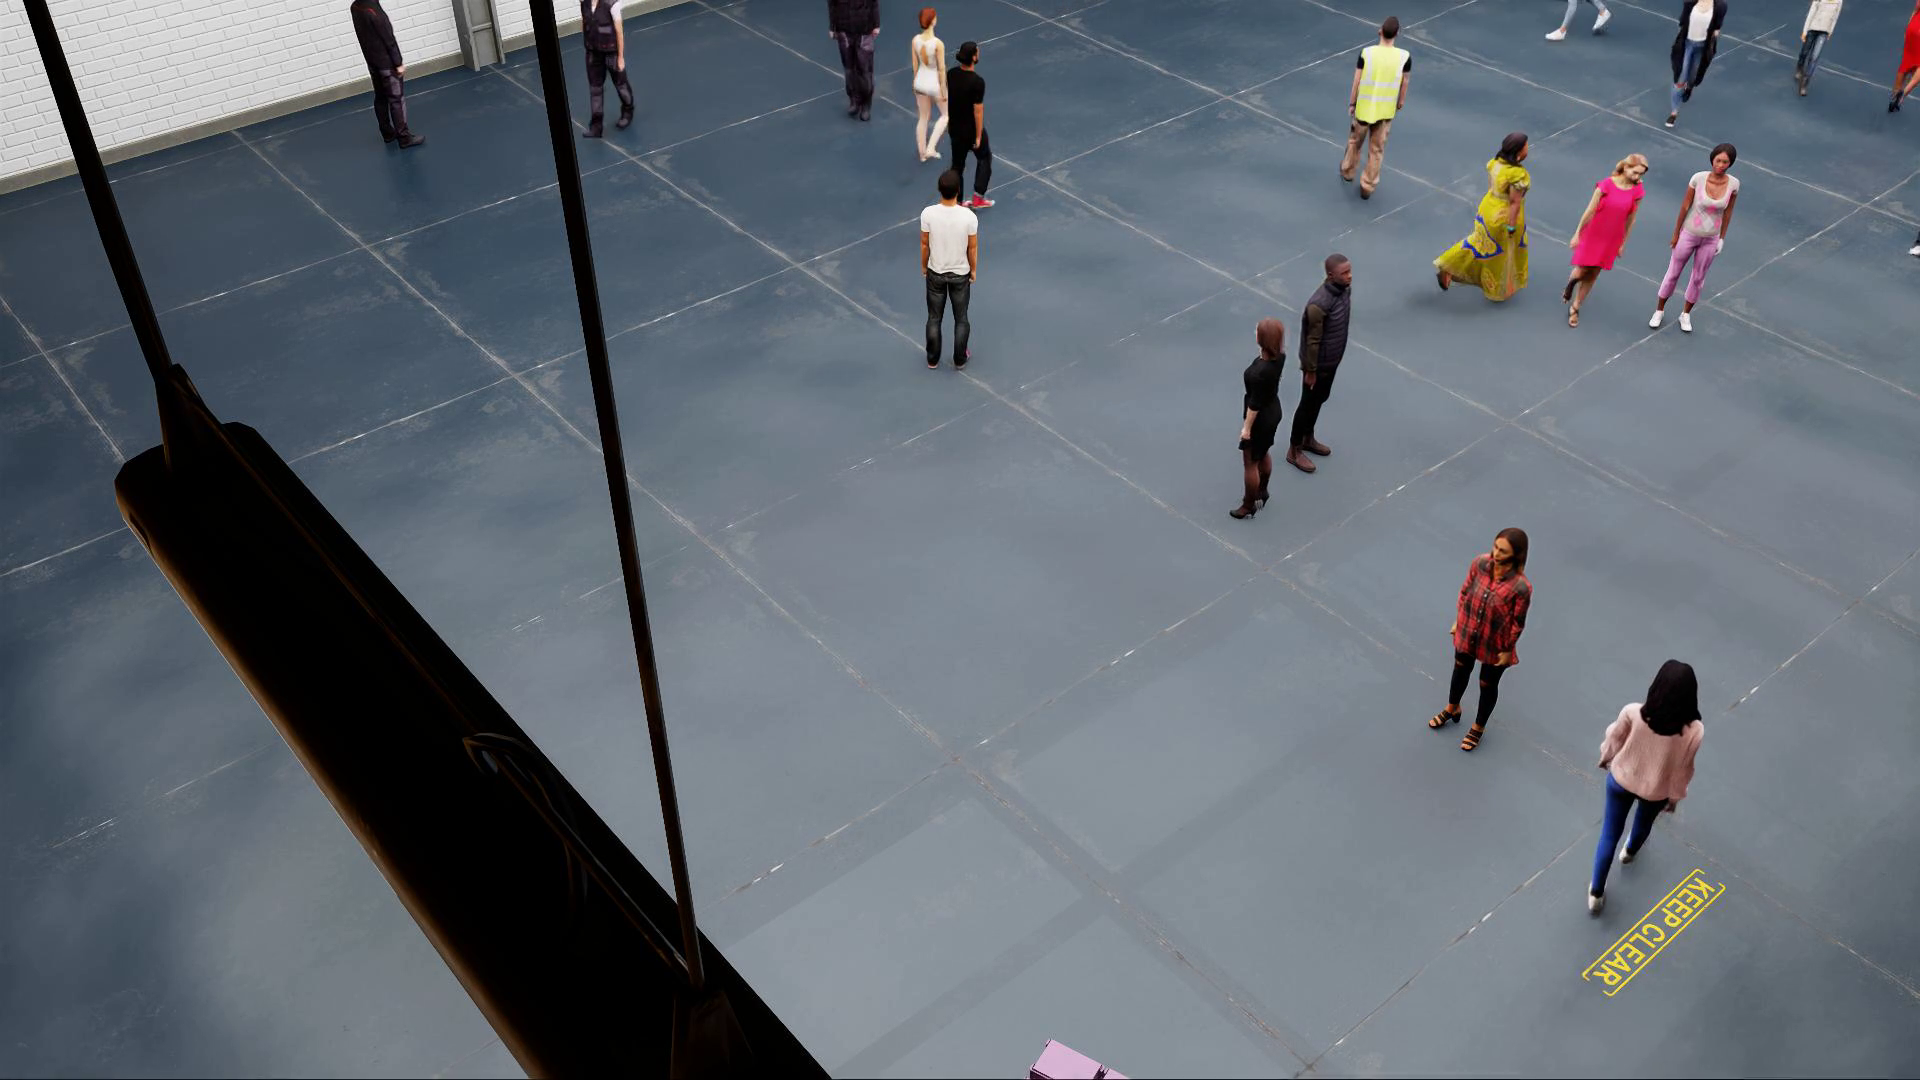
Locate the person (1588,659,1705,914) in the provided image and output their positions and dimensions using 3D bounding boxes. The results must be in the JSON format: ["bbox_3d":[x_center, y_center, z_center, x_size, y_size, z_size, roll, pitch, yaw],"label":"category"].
[{"bbox_3d":[3.818,1.436,9.407,0.872,1.737,1.067,21,43,24],"label":"person"}]

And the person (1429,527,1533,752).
[{"bbox_3d":[3.312,0.604,10.475,0.545,1.703,0.614,-26,45,-29],"label":"person"}]

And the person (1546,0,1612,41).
[{"bbox_3d":[7.523,-6.774,19.736,1.187,1.676,0.929,-10,40,-12],"label":"person"}]

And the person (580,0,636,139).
[{"bbox_3d":[-3.726,-5.232,17.688,1.024,1.822,1.186,12,40,14],"label":"person"}]

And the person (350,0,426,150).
[{"bbox_3d":[-6.056,-5.025,17.416,0.772,1.839,0.657,26,45,28],"label":"person"}]

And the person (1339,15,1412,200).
[{"bbox_3d":[4.105,-4.227,16.432,1.036,1.819,1.094,3,39,4],"label":"person"}]

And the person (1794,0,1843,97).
[{"bbox_3d":[9.645,-5.730,18.741,0.777,1.286,0.979,13,40,15],"label":"person"}]

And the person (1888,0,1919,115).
[{"bbox_3d":[10.379,-5.418,17.994,0.745,1.731,0.597,-31,48,-33],"label":"person"}]

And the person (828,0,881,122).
[{"bbox_3d":[-1.124,-5.537,18.015,0.879,1.891,0.934,6,39,8],"label":"person"}]

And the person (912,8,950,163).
[{"bbox_3d":[-0.354,-4.624,17.079,0.657,1.633,0.674,21,43,24],"label":"person"}]

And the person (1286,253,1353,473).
[{"bbox_3d":[2.802,-1.398,12.877,0.813,1.835,0.595,24,45,27],"label":"person"}]

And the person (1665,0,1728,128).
[{"bbox_3d":[7.919,-5.332,17.938,0.832,1.666,1.017,18,42,21],"label":"person"}]

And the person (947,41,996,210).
[{"bbox_3d":[0.012,-3.958,16.154,0.699,1.745,0.723,25,45,28],"label":"person"}]

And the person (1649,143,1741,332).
[{"bbox_3d":[6.442,-2.637,14.504,0.661,1.742,0.684,10,40,12],"label":"person"}]

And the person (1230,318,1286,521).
[{"bbox_3d":[2.251,-0.897,12.355,0.697,1.704,0.526,21,43,25],"label":"person"}]

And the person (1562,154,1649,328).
[{"bbox_3d":[5.613,-2.680,14.596,0.843,1.694,0.903,7,39,9],"label":"person"}]

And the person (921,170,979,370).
[{"bbox_3d":[-0.103,-2.260,13.982,0.692,1.802,0.760,2,39,2],"label":"person"}]

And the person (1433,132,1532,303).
[{"bbox_3d":[4.745,-2.852,14.855,1.314,1.639,1.102,-9,39,-11],"label":"person"}]
